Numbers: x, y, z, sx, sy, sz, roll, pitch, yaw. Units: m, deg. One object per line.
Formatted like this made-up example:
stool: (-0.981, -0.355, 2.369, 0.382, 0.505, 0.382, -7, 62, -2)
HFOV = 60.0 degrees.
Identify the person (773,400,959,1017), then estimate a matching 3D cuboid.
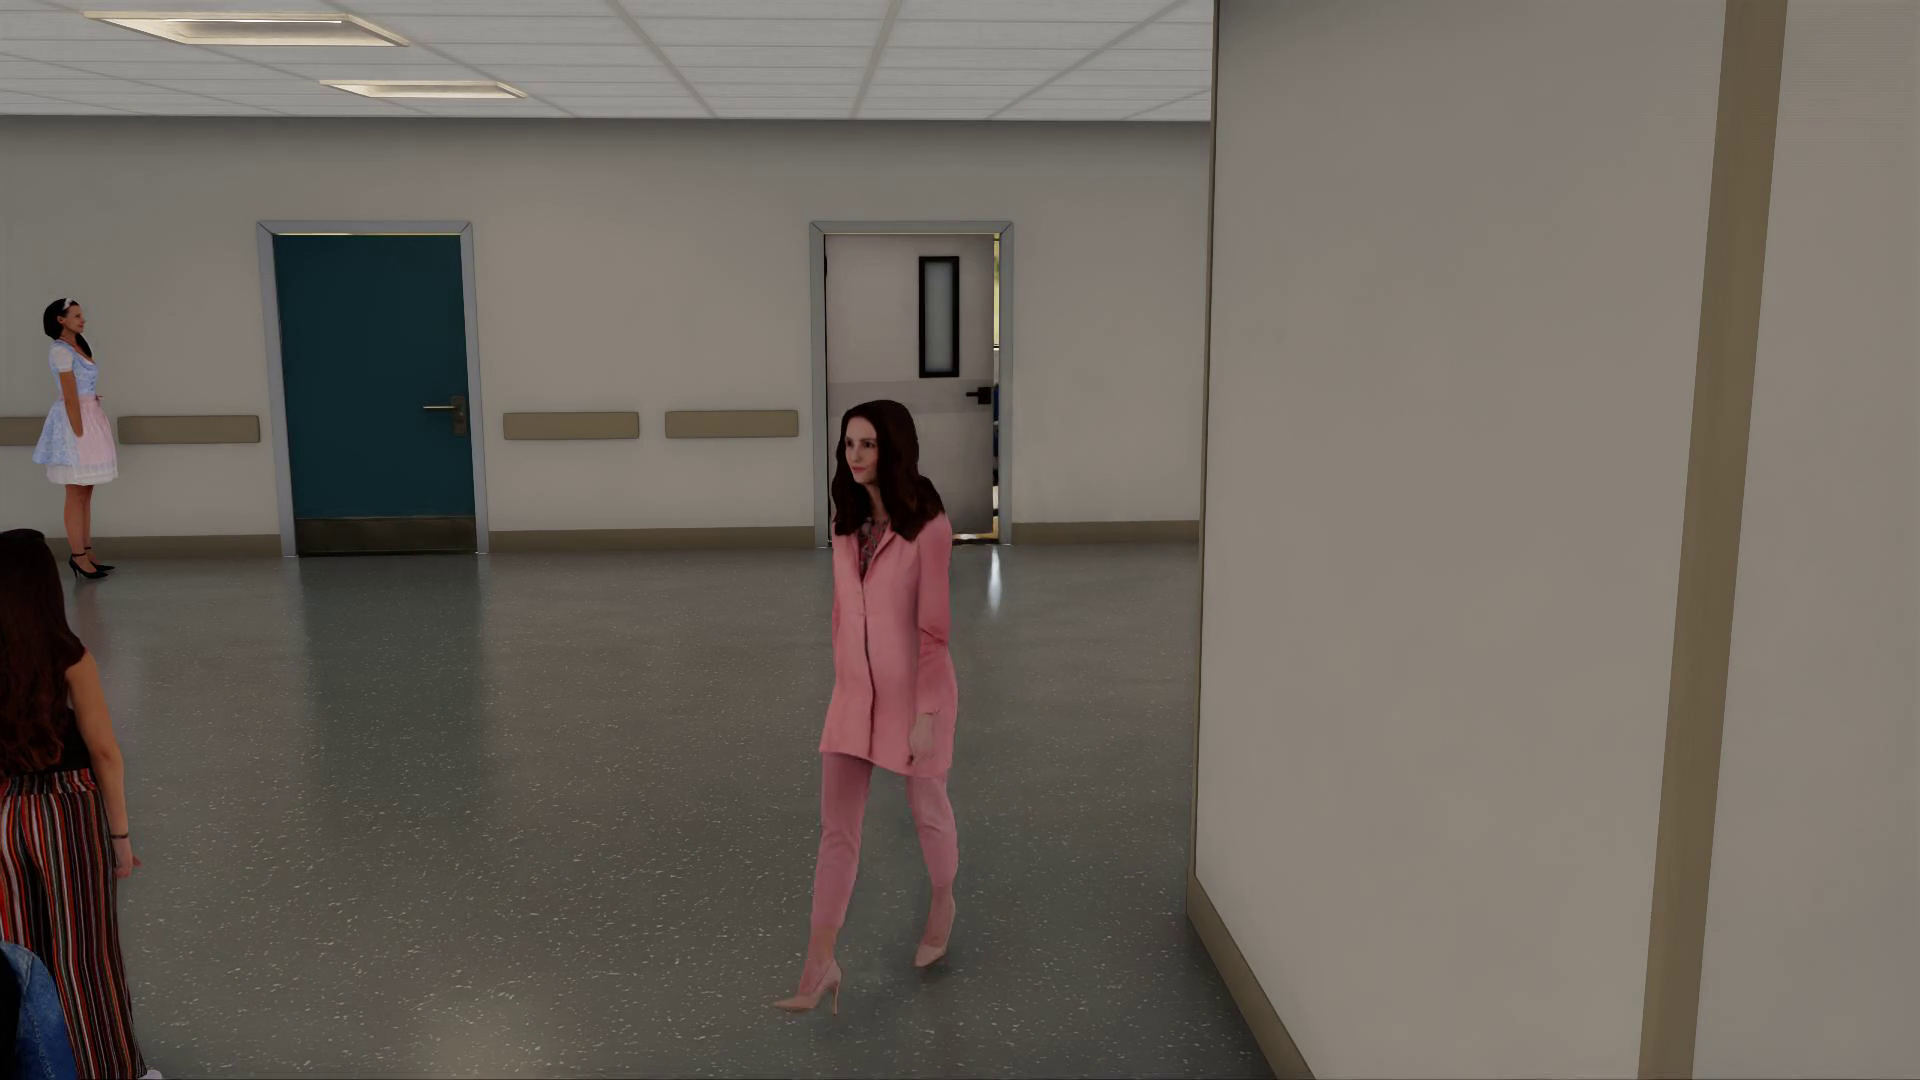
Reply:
person: (-0.140, 0.489, 4.941, 1.126, 1.757, 1.086, 6, 12, 28)

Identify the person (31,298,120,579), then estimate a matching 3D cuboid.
person: (-5.765, -0.666, 10.863, 0.779, 1.818, 0.751, -3, 11, -16)

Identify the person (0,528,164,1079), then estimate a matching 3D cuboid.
person: (-2.306, 0.731, 4.186, 0.467, 1.562, 0.615, 0, 11, -1)
